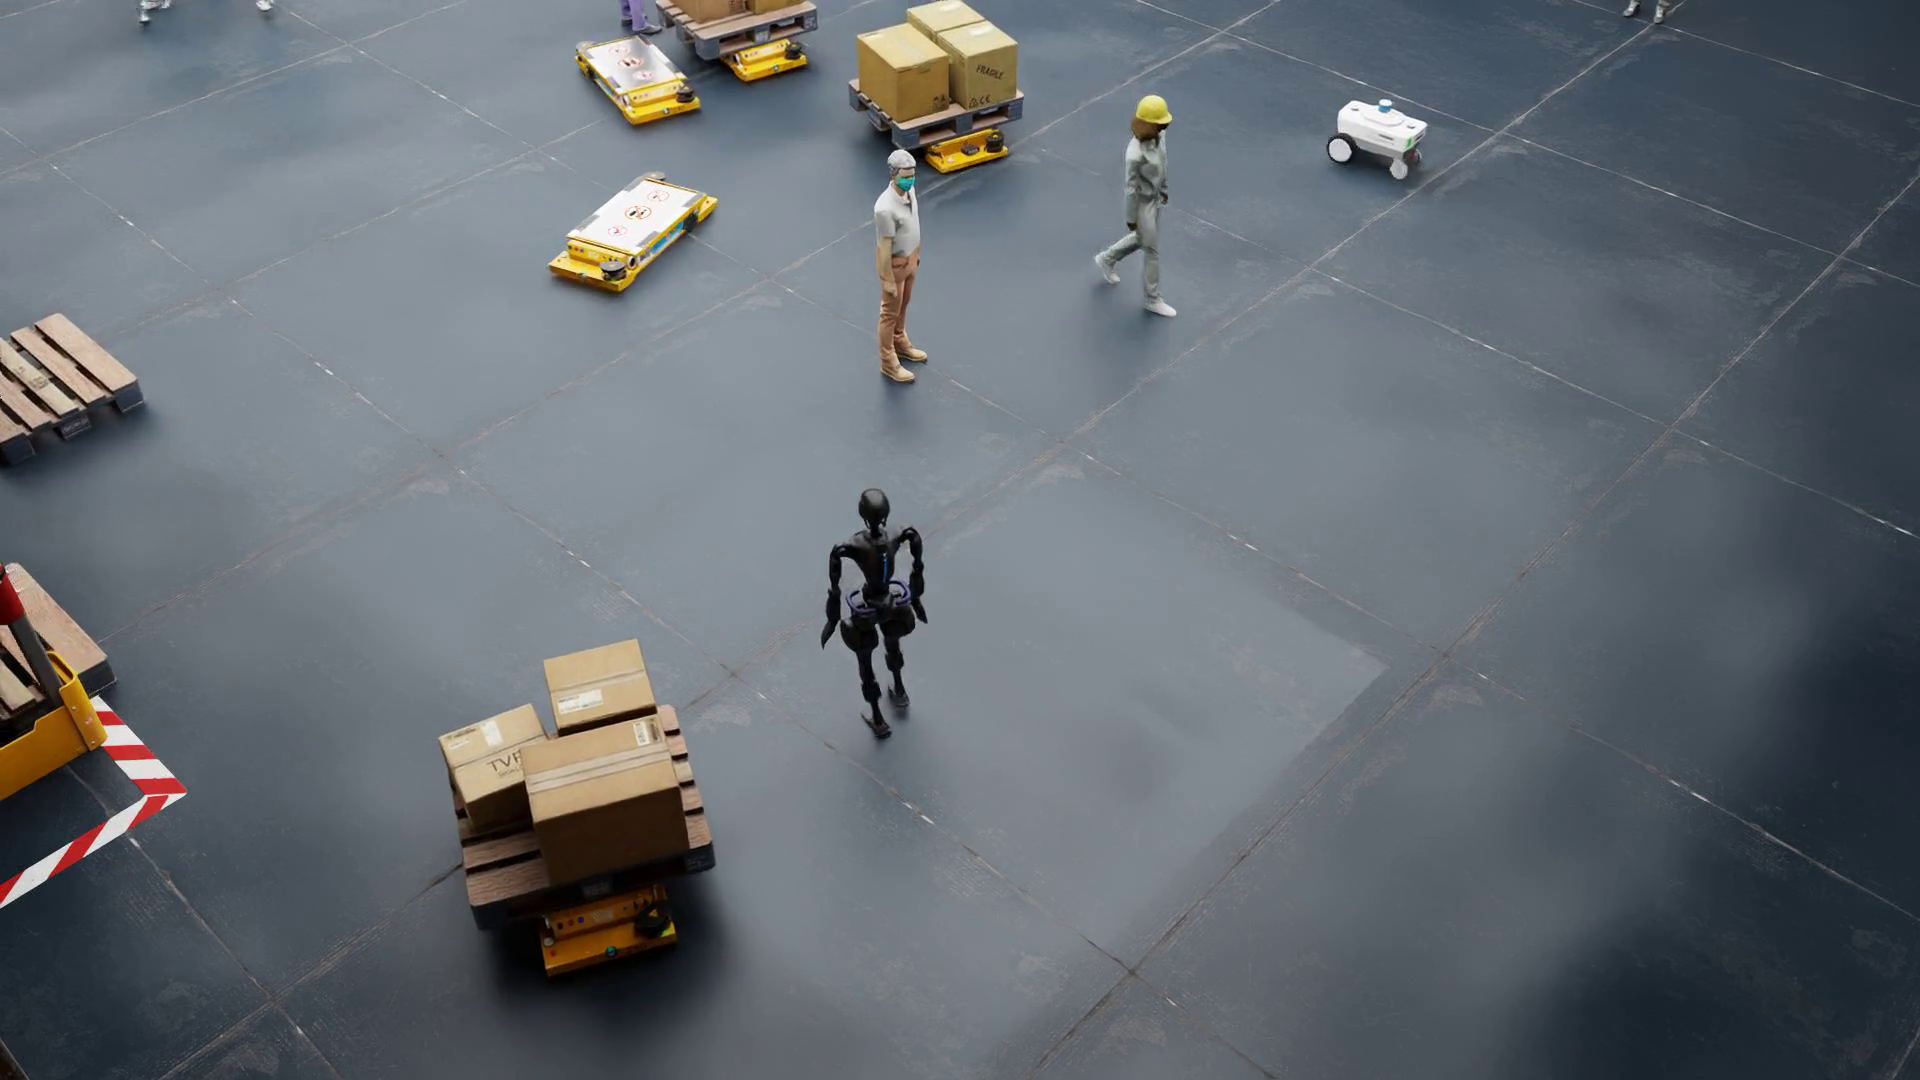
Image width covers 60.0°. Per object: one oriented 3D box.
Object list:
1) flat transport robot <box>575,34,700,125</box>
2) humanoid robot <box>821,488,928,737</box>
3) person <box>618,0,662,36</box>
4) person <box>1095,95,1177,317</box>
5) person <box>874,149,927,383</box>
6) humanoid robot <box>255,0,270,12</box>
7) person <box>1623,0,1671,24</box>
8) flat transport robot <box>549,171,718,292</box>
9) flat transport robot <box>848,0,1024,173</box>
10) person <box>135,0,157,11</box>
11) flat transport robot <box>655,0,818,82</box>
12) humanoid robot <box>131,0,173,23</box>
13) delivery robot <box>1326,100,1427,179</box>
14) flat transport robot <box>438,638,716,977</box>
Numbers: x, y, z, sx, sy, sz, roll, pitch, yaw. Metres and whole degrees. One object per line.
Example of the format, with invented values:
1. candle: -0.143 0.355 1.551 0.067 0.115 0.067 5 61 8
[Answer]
1. flat transport robot: -2.977 -4.249 15.249 0.659 0.231 1.431 -21 46 -22
2. humanoid robot: -0.464 0.397 9.036 0.612 1.651 0.320 -17 45 -18
3. person: -3.151 -5.673 15.661 0.379 1.835 0.564 -26 48 -26
4. person: 1.342 -2.490 12.203 0.713 1.719 0.505 18 45 19
5. person: -0.412 -1.923 11.560 0.327 1.744 0.482 16 44 17
6. humanoid robot: -6.890 -5.914 16.010 0.567 1.772 0.942 -23 47 -23
7. person: 6.786 -5.893 15.908 0.568 1.832 0.402 19 45 20
8. flat transport robot: -2.595 -2.479 13.282 0.659 0.231 1.431 18 45 19
9. flat transport robot: -0.220 -3.674 14.609 0.659 0.231 1.431 -21 46 -22
10. person: -7.851 -6.006 16.212 0.876 1.581 0.563 -31 51 -30
11. flat transport robot: -2.104 -4.795 15.856 0.659 0.231 1.431 -24 47 -24
12. humanoid robot: -7.912 -5.795 15.892 0.572 1.787 0.895 -1 42 -1
13. delivery robot: 3.573 -3.453 14.140 0.757 0.580 0.499 27 48 26
14. flat transport robot: -1.967 1.589 8.760 0.659 0.231 1.431 -13 44 -14
